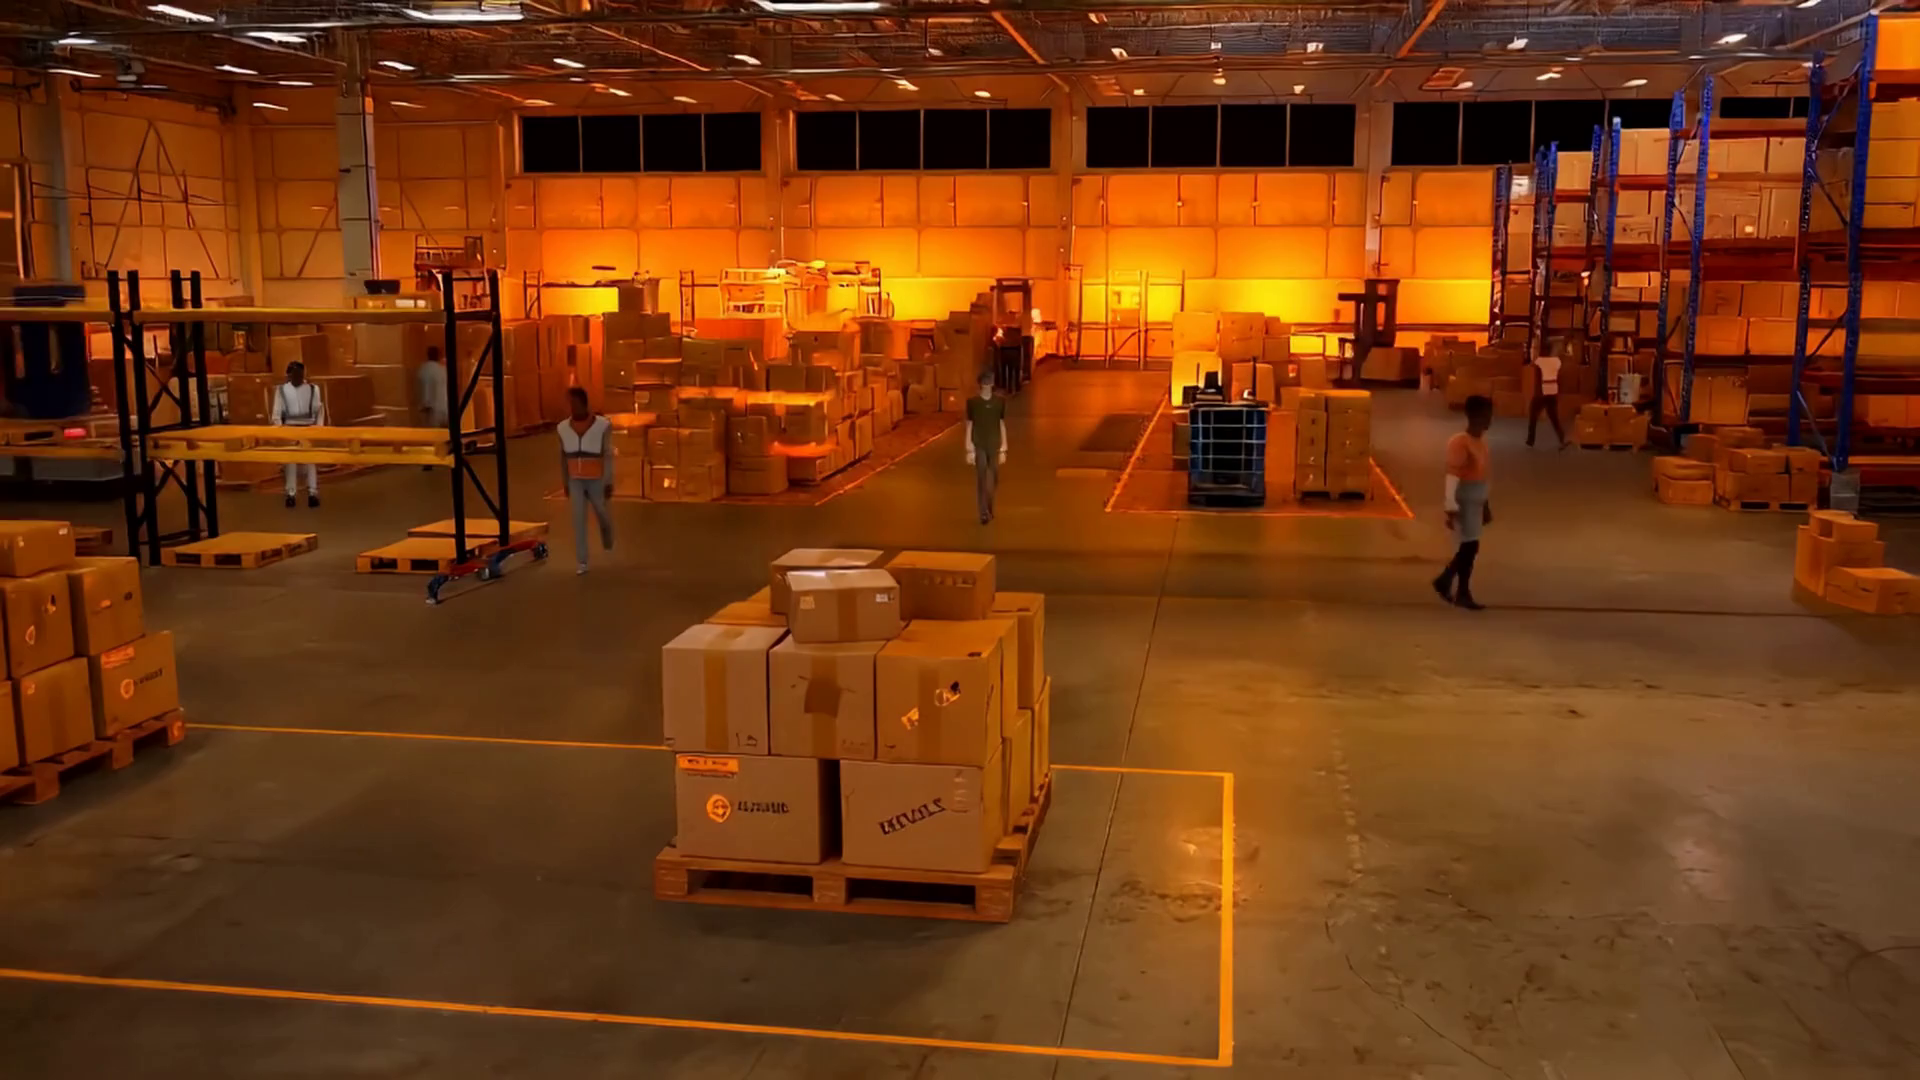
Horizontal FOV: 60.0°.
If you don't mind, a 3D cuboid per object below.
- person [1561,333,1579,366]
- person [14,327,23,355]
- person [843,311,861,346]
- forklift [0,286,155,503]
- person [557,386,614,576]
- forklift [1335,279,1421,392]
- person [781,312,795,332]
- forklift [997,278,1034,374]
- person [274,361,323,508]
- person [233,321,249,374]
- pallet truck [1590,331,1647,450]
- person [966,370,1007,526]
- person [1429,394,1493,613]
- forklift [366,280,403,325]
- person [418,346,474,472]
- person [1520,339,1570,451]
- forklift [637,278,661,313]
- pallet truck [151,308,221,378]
[{"bbox_3d":[14.011,-3.952,38.221,0.849,1.598,0.520,-6,11,-31],"label":"person"},{"bbox_3d":[-19.488,-3.554,34.739,0.370,1.933,0.553,-2,9,-13],"label":"person"},{"bbox_3d":[-2.948,-5.241,45.189,0.542,1.928,0.399,-6,11,-34],"label":"person"},{"bbox_3d":[-11.860,-1.949,21.937,1.873,2.768,1.129,1,9,9],"label":"forklift"},{"bbox_3d":[-3.749,-0.624,16.826,0.602,1.887,0.821,1,9,4],"label":"person"},{"bbox_3d":[10.612,-5.198,41.975,1.129,2.768,1.873,-7,11,-35],"label":"forklift"},{"bbox_3d":[-4.802,-5.373,46.149,1.037,1.880,0.652,-6,11,-31],"label":"person"},{"bbox_3d":[1.524,-6.126,47.697,1.129,2.768,1.873,1,9,9],"label":"forklift"},{"bbox_3d":[-8.483,-1.359,21.364,0.574,1.883,0.355,-4,10,-25],"label":"person"},{"bbox_3d":[-19.933,-5.250,46.117,0.523,1.637,0.309,4,10,25],"label":"person"},{"bbox_3d":[11.253,-2.573,28.499,0.823,1.965,1.885,5,10,27],"label":"pallet truck"},{"bbox_3d":[0.311,-1.101,19.854,0.505,1.859,0.431,-1,9,-6],"label":"person"},{"bbox_3d":[4.494,-0.313,14.680,0.416,1.953,0.638,9,13,44],"label":"person"},{"bbox_3d":[-12.302,-4.178,35.681,1.873,2.768,1.129,1,9,9],"label":"forklift"},{"bbox_3d":[-7.896,-2.002,25.326,0.646,1.882,0.988,4,10,21],"label":"person"},{"bbox_3d":[9.933,-2.448,28.101,0.590,1.887,0.917,-4,10,-24],"label":"person"},{"bbox_3d":[-8.439,-5.749,45.373,1.873,2.768,1.129,1,9,9],"label":"forklift"},{"bbox_3d":[-21.869,-5.598,47.154,0.823,1.965,1.885,4,10,26],"label":"pallet truck"}]
